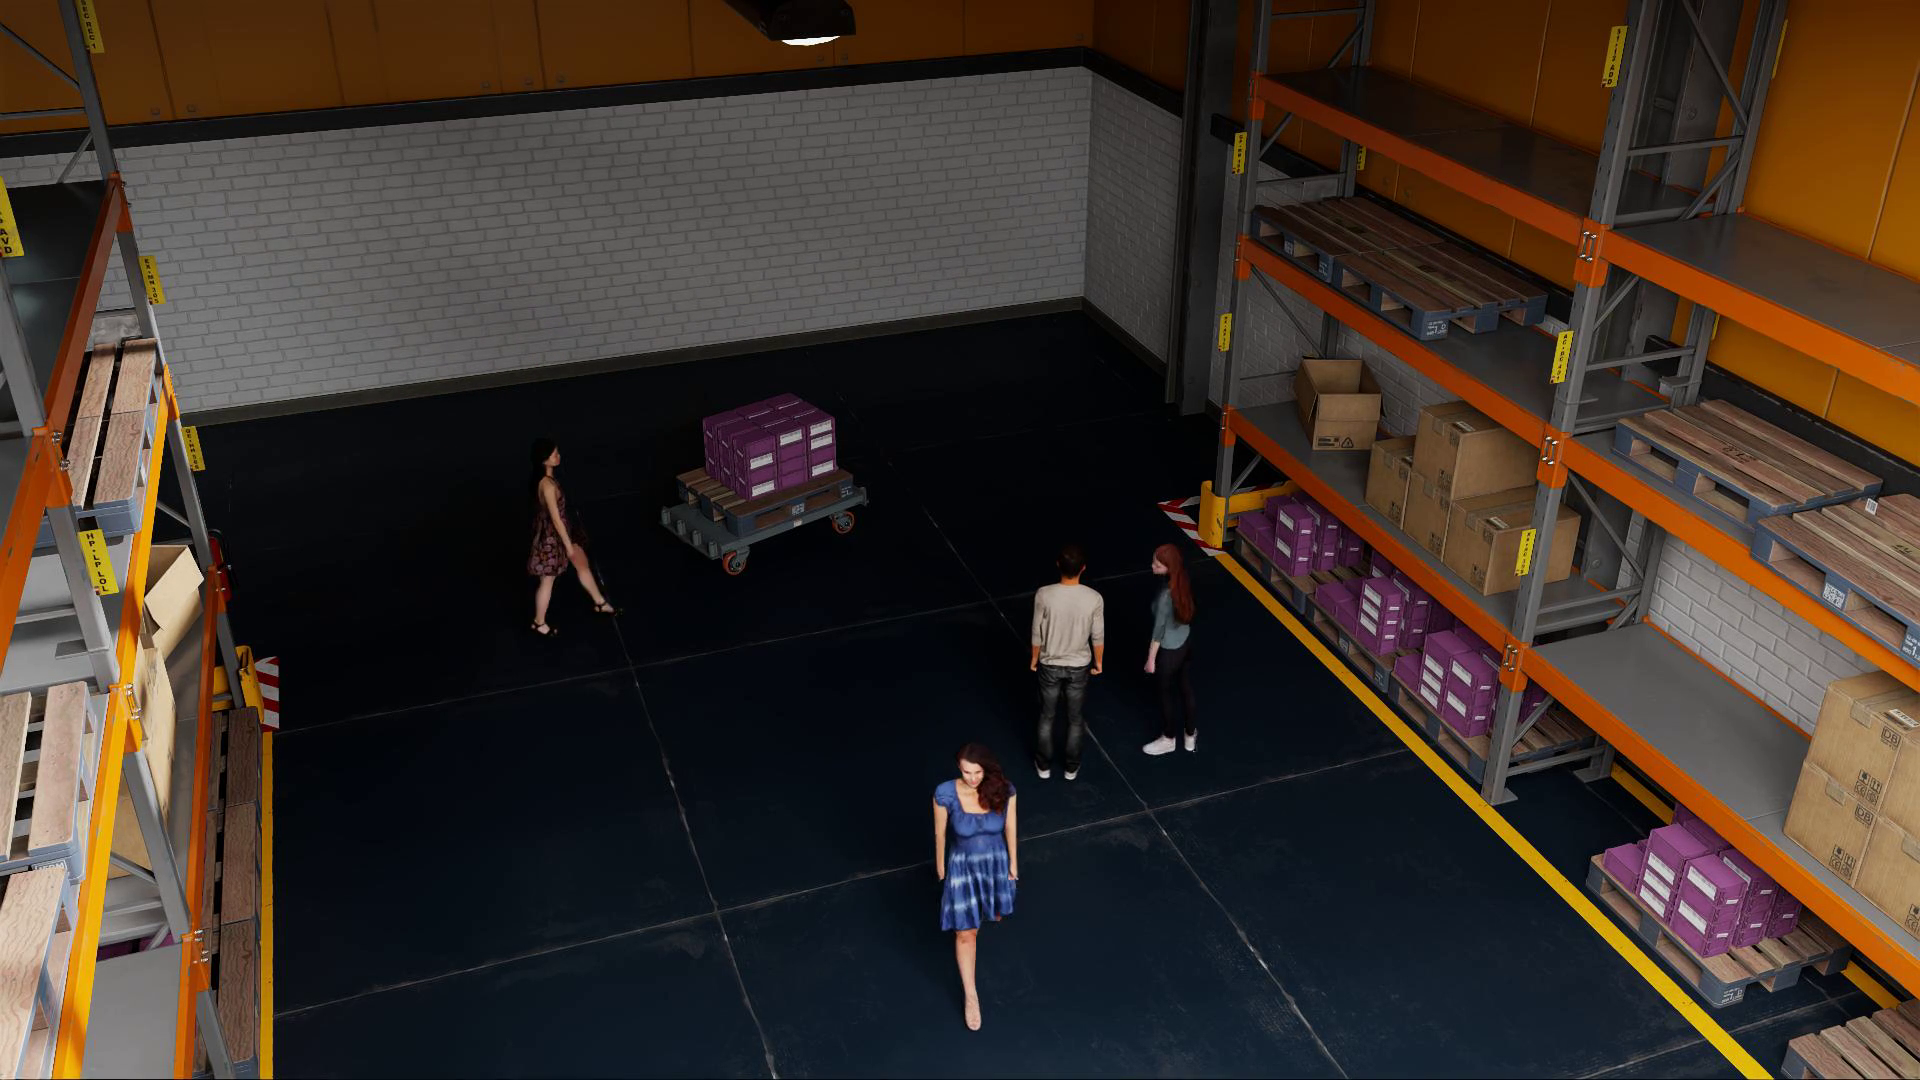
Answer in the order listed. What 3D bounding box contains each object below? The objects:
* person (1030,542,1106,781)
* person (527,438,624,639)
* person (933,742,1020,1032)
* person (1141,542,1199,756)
[{"bbox_3d":[0.715,0.846,11.317,0.725,1.805,0.690,2,29,4],"label":"person"},{"bbox_3d":[-3.231,0.038,12.860,0.707,1.744,0.916,-12,31,-21],"label":"person"},{"bbox_3d":[0.097,1.870,9.467,0.747,1.778,1.098,-5,29,-9],"label":"person"},{"bbox_3d":[1.499,0.753,11.575,0.816,1.721,0.781,22,36,35],"label":"person"}]
